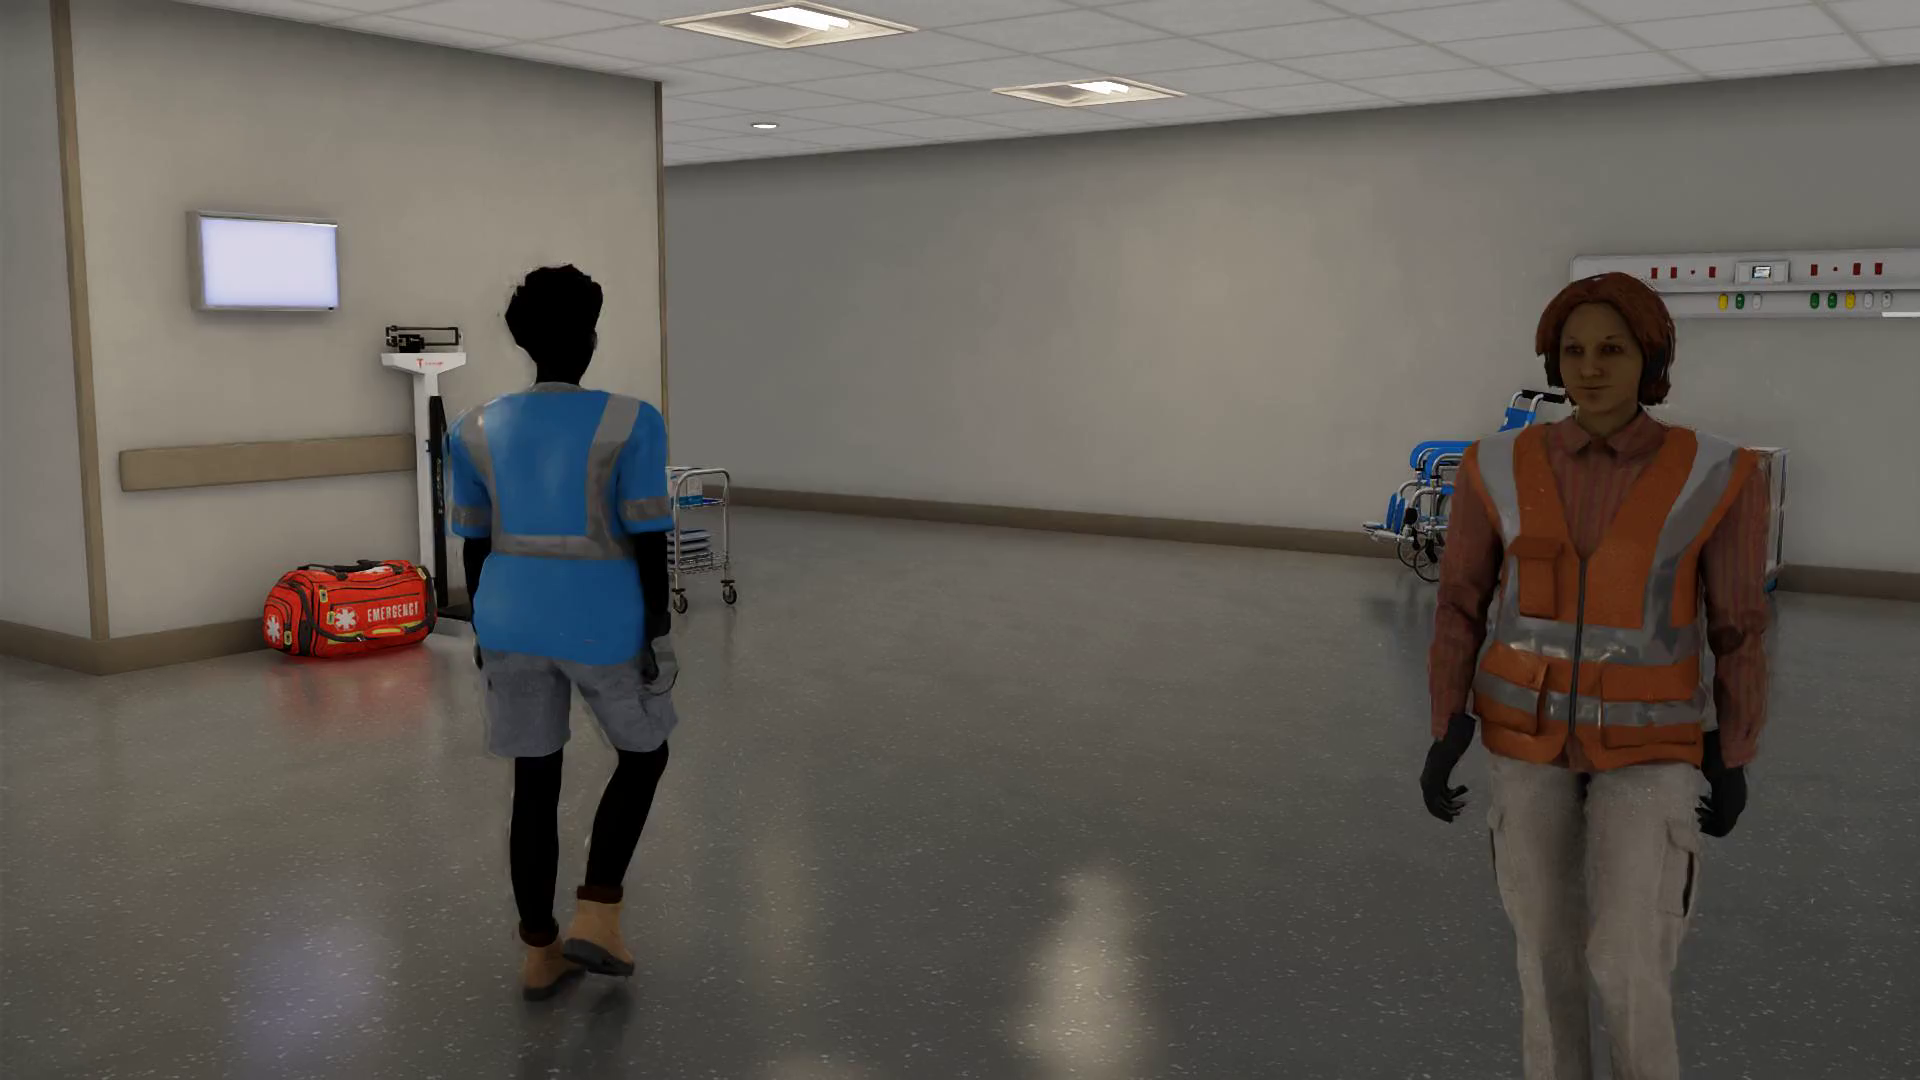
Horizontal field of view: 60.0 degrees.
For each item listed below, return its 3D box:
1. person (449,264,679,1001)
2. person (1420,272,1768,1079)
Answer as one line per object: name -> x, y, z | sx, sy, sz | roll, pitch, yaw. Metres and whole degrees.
person -> -0.903, 0.214, 3.827 | 0.550, 1.681, 0.366 | 1, 7, 10
person -> 1.051, 0.371, 2.811 | 0.526, 1.623, 0.376 | 5, 9, 34
